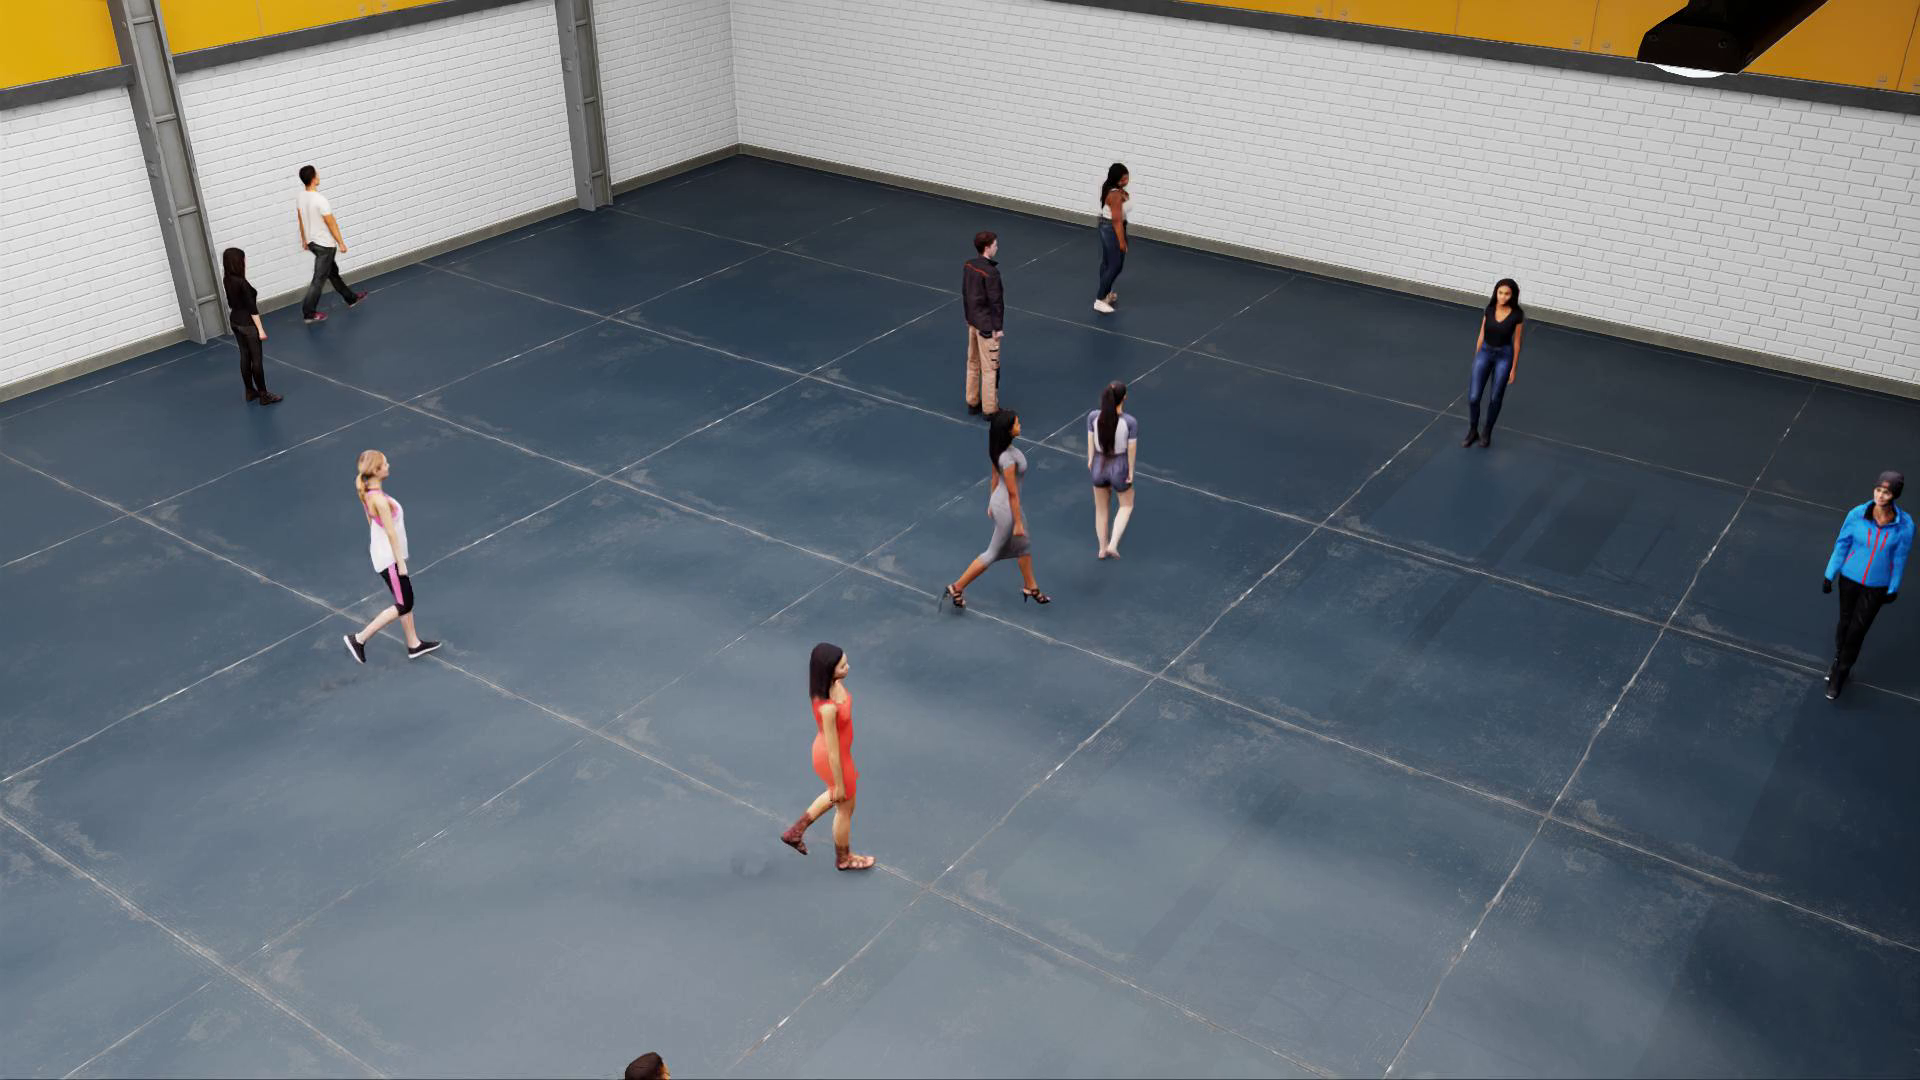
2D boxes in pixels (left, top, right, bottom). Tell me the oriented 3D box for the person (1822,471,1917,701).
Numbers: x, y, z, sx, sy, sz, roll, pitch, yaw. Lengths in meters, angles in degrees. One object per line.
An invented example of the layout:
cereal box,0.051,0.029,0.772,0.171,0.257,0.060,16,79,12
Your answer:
person,6.710,0.288,12.286,0.842,1.777,0.717,-25,37,-37

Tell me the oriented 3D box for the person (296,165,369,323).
person,-7.349,-3.326,18.932,0.649,1.758,1.123,18,34,30

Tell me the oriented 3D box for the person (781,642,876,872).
person,-0.863,1.381,10.360,0.933,1.704,0.872,-5,29,-9

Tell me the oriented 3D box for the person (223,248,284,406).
person,-7.288,-2.184,16.960,0.574,1.641,0.489,18,33,29

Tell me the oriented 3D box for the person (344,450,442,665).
person,-4.365,0.178,12.492,1.036,1.774,0.846,-17,33,-29

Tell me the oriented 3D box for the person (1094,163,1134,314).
person,1.759,-3.570,19.369,0.943,1.769,0.865,-11,30,-19

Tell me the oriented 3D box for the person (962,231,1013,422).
person,0.237,-2.138,16.581,0.732,1.922,0.771,-19,34,-30

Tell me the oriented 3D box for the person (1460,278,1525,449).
person,5.184,-1.728,16.039,0.622,1.723,0.708,14,32,25

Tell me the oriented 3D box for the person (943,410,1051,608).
person,0.268,-0.174,13.171,1.118,1.741,1.095,-3,29,-6

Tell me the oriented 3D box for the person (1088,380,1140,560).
person,1.242,-0.537,13.942,0.669,1.640,0.711,11,30,19
